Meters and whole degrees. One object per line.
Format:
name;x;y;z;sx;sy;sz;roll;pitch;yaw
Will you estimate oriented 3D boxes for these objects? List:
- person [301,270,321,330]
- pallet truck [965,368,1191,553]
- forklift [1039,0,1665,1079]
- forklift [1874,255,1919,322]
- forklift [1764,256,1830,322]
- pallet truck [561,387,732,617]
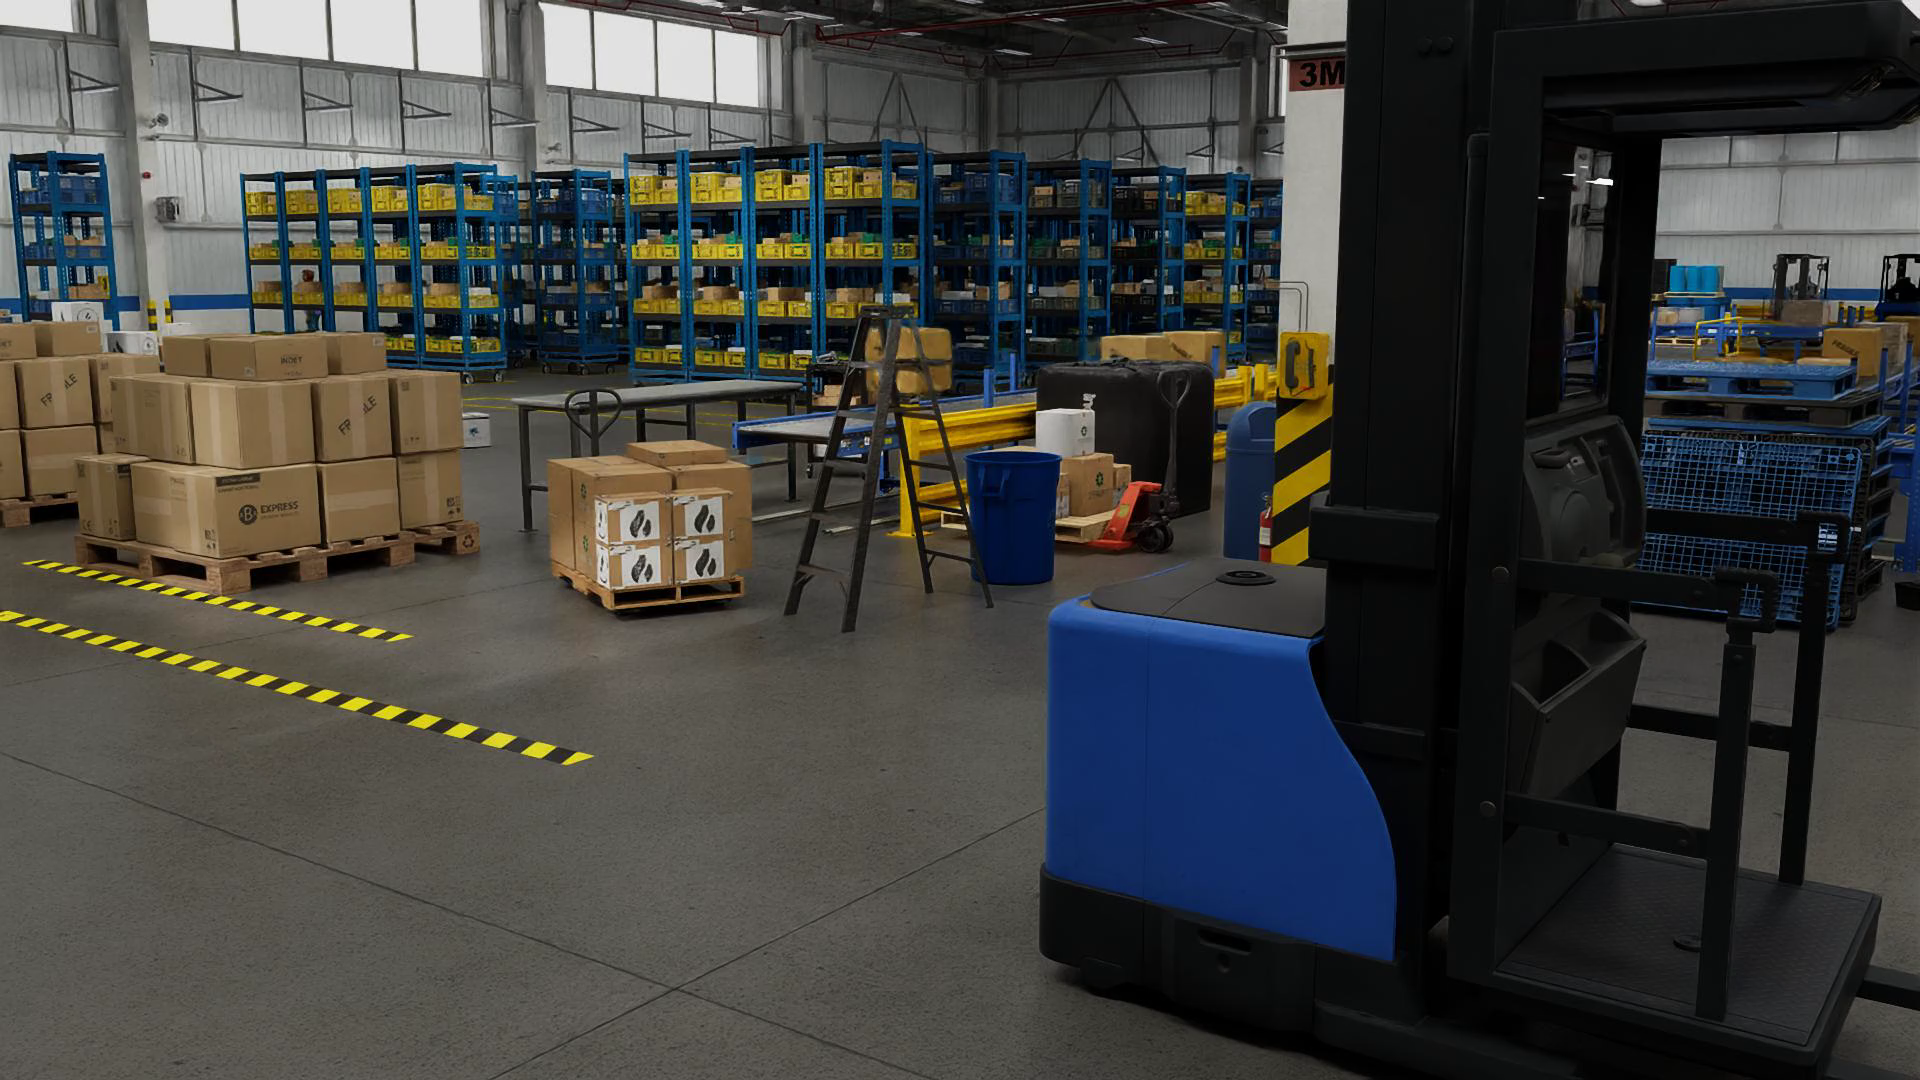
person;-13.237;-4.598;34.008;0.378;1.842;0.569;-1;10;-8
pallet truck;0.845;-0.609;11.869;1.630;1.274;0.653;7;12;35
forklift;1.249;-0.137;4.360;1.873;2.768;1.129;7;12;35
forklift;22.089;-5.634;38.796;1.157;1.987;2.680;6;11;33
forklift;20.253;-5.854;40.139;1.157;1.987;2.680;7;12;35
pallet truck;-1.981;-0.274;10.088;0.680;1.201;1.601;-5;11;-28
